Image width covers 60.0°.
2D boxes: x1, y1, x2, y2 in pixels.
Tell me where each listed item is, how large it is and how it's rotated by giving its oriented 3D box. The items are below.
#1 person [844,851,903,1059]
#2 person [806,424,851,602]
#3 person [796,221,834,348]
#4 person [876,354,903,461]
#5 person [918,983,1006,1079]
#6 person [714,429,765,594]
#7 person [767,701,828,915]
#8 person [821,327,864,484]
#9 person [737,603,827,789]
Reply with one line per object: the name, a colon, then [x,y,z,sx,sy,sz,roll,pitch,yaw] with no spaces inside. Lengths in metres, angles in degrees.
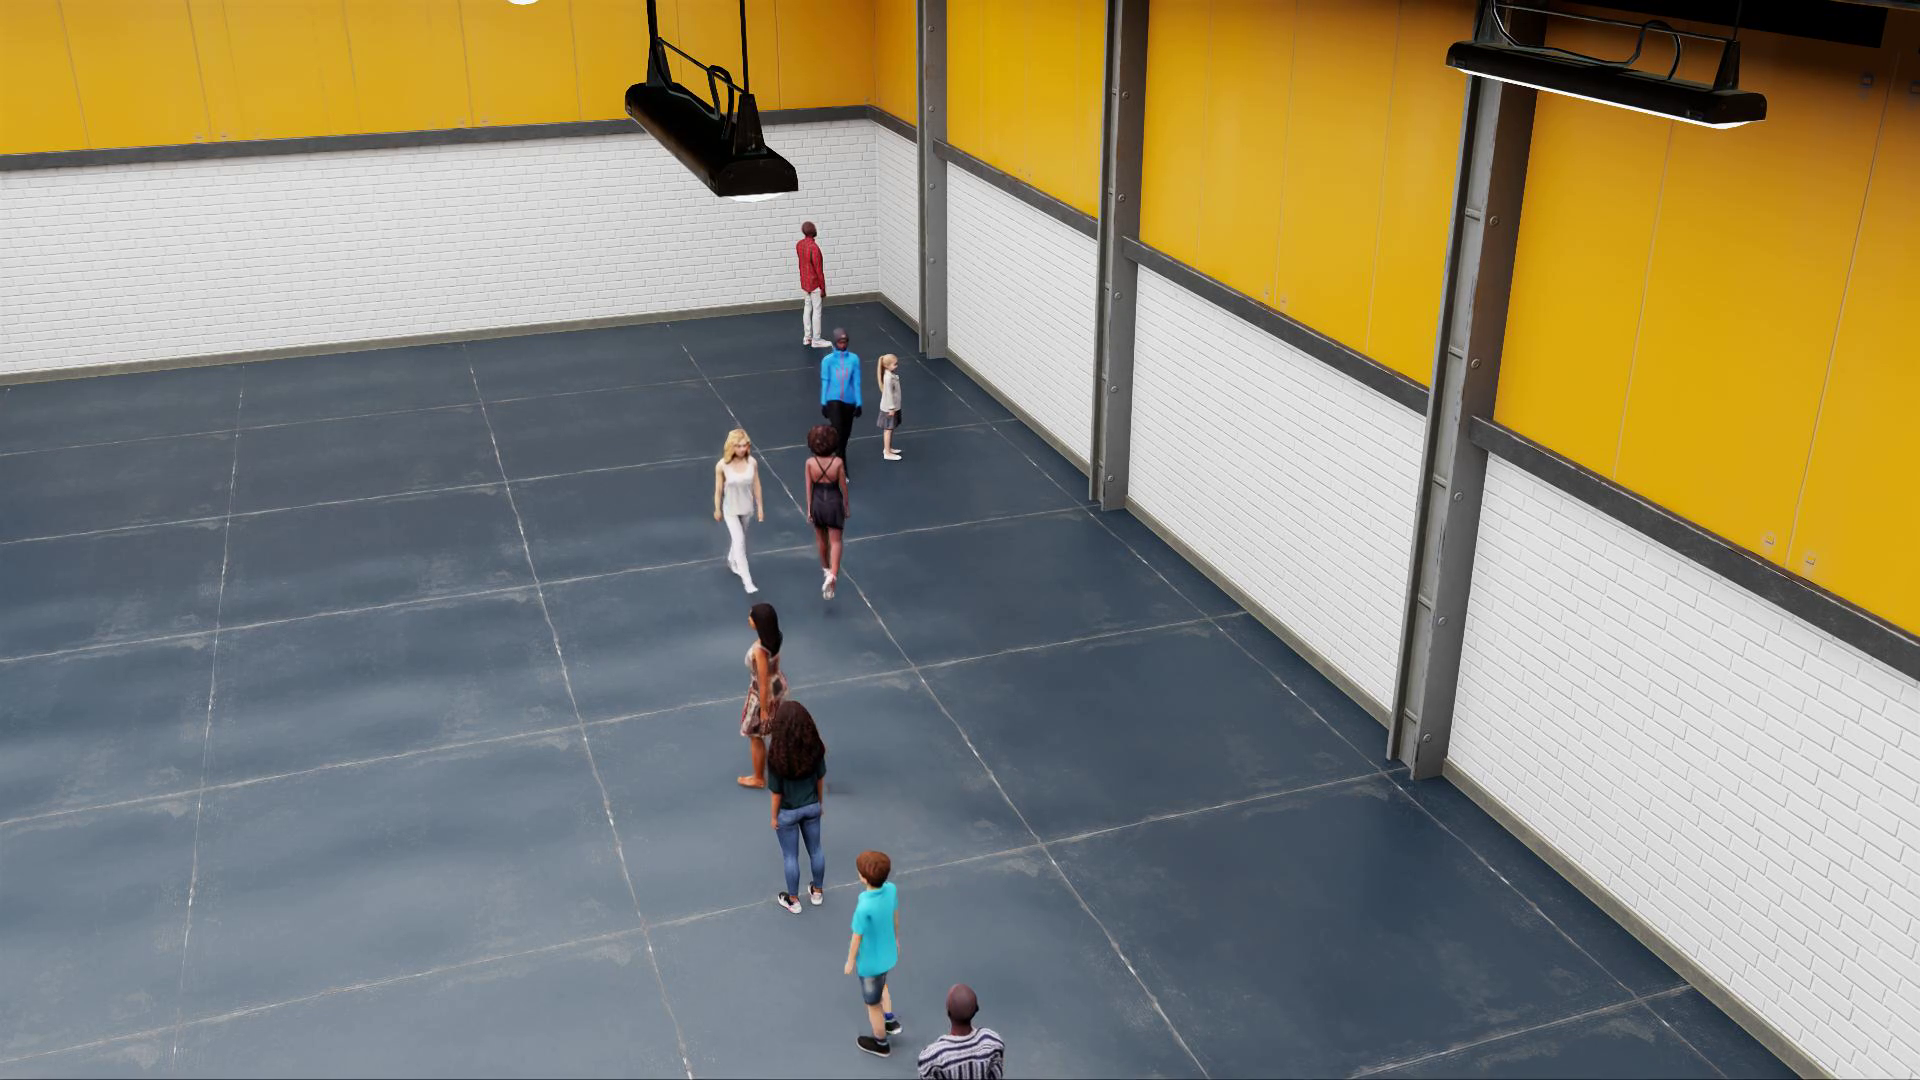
person: [-0.463,2.547,10.172,0.665,1.441,0.614,13,27,27]
person: [-1.295,-0.235,16.133,0.827,1.763,1.127,0,24,1]
person: [-2.137,-3.707,24.006,0.789,1.820,0.632,-17,29,-34]
person: [-0.842,-1.607,19.880,0.629,1.277,0.535,-1,24,-2]
person: [0.015,3.043,8.595,0.632,1.796,0.541,-11,26,-23]
person: [-2.218,-0.336,16.539,0.723,1.624,1.120,-13,27,-27]
person: [-1.128,1.849,11.550,0.627,1.617,0.625,-12,26,-25]
person: [-1.382,-1.611,19.287,0.654,1.759,1.166,-7,25,-16]
person: [-1.417,1.231,12.947,0.998,1.630,1.006,5,24,12]
